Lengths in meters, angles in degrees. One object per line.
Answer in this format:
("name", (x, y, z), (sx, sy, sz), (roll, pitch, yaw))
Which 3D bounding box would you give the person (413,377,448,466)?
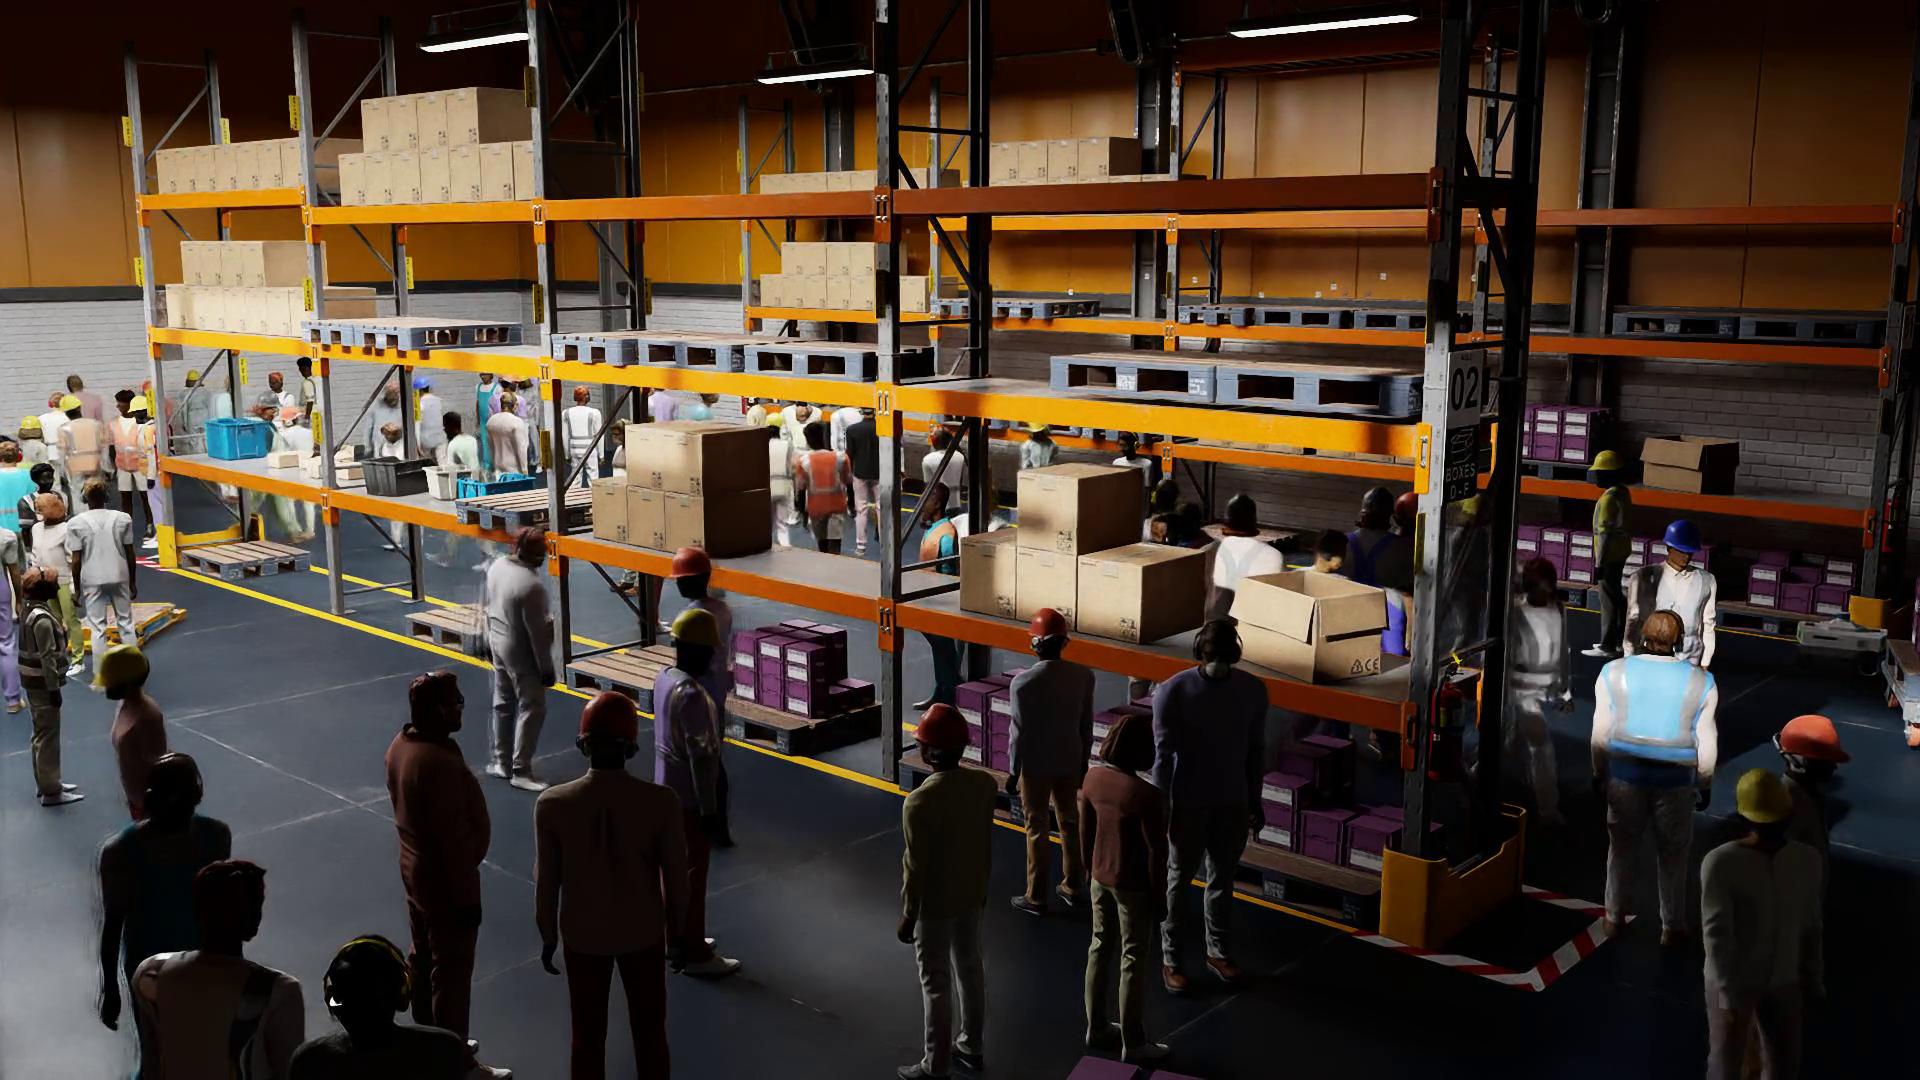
("person", (-7.741, -1.442, 24.293), (0.633, 1.874, 1.045), (-8, 13, -38))

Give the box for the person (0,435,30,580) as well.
("person", (-10.680, -0.355, 18.729), (0.555, 1.670, 0.565), (1, 10, 7))

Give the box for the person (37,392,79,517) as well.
("person", (-11.999, -1.050, 22.217), (0.579, 1.834, 0.402), (-3, 10, -16))

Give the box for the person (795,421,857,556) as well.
("person", (-1.449, -0.327, 17.951), (0.644, 1.902, 1.015), (0, 10, -1))

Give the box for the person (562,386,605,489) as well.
("person", (-5.133, -1.165, 22.727), (0.574, 1.883, 0.355), (1, 10, 7))

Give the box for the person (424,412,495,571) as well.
("person", (-5.859, -0.555, 19.305), (0.988, 1.865, 0.608), (1, 10, 5))

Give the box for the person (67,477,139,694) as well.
("person", (-7.244, 0.381, 14.086), (0.506, 1.847, 0.350), (-8, 13, -37))

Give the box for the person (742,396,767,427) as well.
("person", (-3.005, -1.374, 24.306), (0.352, 1.741, 0.569), (2, 10, 13))

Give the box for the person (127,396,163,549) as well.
("person", (-10.176, -0.853, 20.889), (0.397, 1.913, 0.592), (-5, 11, -27))

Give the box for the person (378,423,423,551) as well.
("person", (-6.963, -0.665, 20.695), (0.587, 1.584, 0.819), (2, 10, 10))

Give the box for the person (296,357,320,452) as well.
("person", (-10.741, -2.052, 27.526), (0.380, 1.958, 0.601), (-1, 10, -6))

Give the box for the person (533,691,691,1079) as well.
("person", (-1.411, 1.594, 6.806), (0.626, 1.992, 0.387), (-1, 10, -6))

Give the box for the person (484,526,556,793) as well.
("person", (-3.089, 0.802, 11.677), (0.396, 1.864, 0.769), (-9, 14, -42))

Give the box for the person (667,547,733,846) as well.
("person", (-1.675, 0.986, 10.464), (0.529, 1.919, 0.588), (5, 11, 26))

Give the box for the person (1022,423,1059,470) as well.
("person", (1.009, -0.721, 20.766), (0.525, 1.689, 0.843), (-3, 10, -15))

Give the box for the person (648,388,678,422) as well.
("person", (-4.463, -1.532, 24.727), (0.612, 1.916, 0.925), (-6, 12, -31))

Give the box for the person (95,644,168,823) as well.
("person", (-4.304, 1.376, 8.754), (0.393, 1.750, 0.594), (-8, 13, -39))

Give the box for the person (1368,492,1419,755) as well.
("person", (3.309, 0.618, 12.361), (0.620, 1.986, 0.408), (-6, 12, -30))

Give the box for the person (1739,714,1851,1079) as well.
("person", (3.683, 1.618, 7.356), (0.342, 1.751, 0.564), (7, 12, 34))

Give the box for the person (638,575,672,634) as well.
("person", (-3.008, -0.022, 16.205), (0.396, 1.908, 0.599), (-6, 11, -28))

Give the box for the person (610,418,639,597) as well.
("person", (-3.576, -0.354, 17.998), (0.372, 1.934, 0.627), (-7, 12, -35))

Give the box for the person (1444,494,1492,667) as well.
("person", (4.286, 0.461, 13.955), (0.501, 1.720, 0.372), (-9, 13, -42))

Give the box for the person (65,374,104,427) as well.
("person", (-12.892, -1.465, 24.353), (0.491, 1.912, 0.624), (7, 12, 34))

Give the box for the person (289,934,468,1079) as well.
("person", (-1.646, 2.015, 4.784), (0.534, 1.868, 0.310), (-2, 10, -12))

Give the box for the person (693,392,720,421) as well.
("person", (-3.471, -1.158, 22.299), (0.680, 2.008, 0.659), (-1, 10, -7))

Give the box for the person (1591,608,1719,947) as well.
("person", (3.755, 1.279, 9.025), (0.634, 1.841, 0.429), (5, 11, 25))

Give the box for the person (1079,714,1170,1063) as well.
("person", (0.769, 1.608, 7.752), (0.267, 1.632, 0.507), (-9, 13, -40))

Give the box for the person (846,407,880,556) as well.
("person", (-1.090, -0.791, 20.320), (0.608, 1.985, 0.394), (-1, 10, -4))

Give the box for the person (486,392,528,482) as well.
("person", (-5.744, -0.922, 21.212), (0.627, 1.934, 0.370), (6, 12, 32))

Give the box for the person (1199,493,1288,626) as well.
("person", (2.009, 0.653, 11.997), (0.692, 2.000, 0.563), (3, 10, 16))

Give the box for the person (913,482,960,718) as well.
("person", (-0.158, 0.480, 13.322), (0.391, 1.920, 0.587), (-2, 10, -11))

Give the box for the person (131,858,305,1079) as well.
("person", (-2.306, 1.922, 5.301), (0.587, 1.878, 0.373), (2, 10, 11))

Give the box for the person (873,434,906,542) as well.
("person", (-0.924, -0.916, 21.217), (0.548, 1.924, 0.390), (-8, 13, -39))

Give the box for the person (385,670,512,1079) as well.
("person", (-2.309, 1.519, 7.485), (0.410, 1.909, 0.643), (-8, 13, -38))

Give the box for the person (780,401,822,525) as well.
("person", (-2.152, -1.167, 22.637), (0.590, 1.919, 0.392), (-3, 11, -19))

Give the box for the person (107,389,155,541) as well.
("person", (-10.604, -0.955, 21.326), (0.607, 1.958, 0.388), (0, 10, -3))

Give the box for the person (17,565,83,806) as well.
("person", (-6.202, 0.984, 11.283), (0.314, 1.632, 0.516), (-7, 12, -36))
